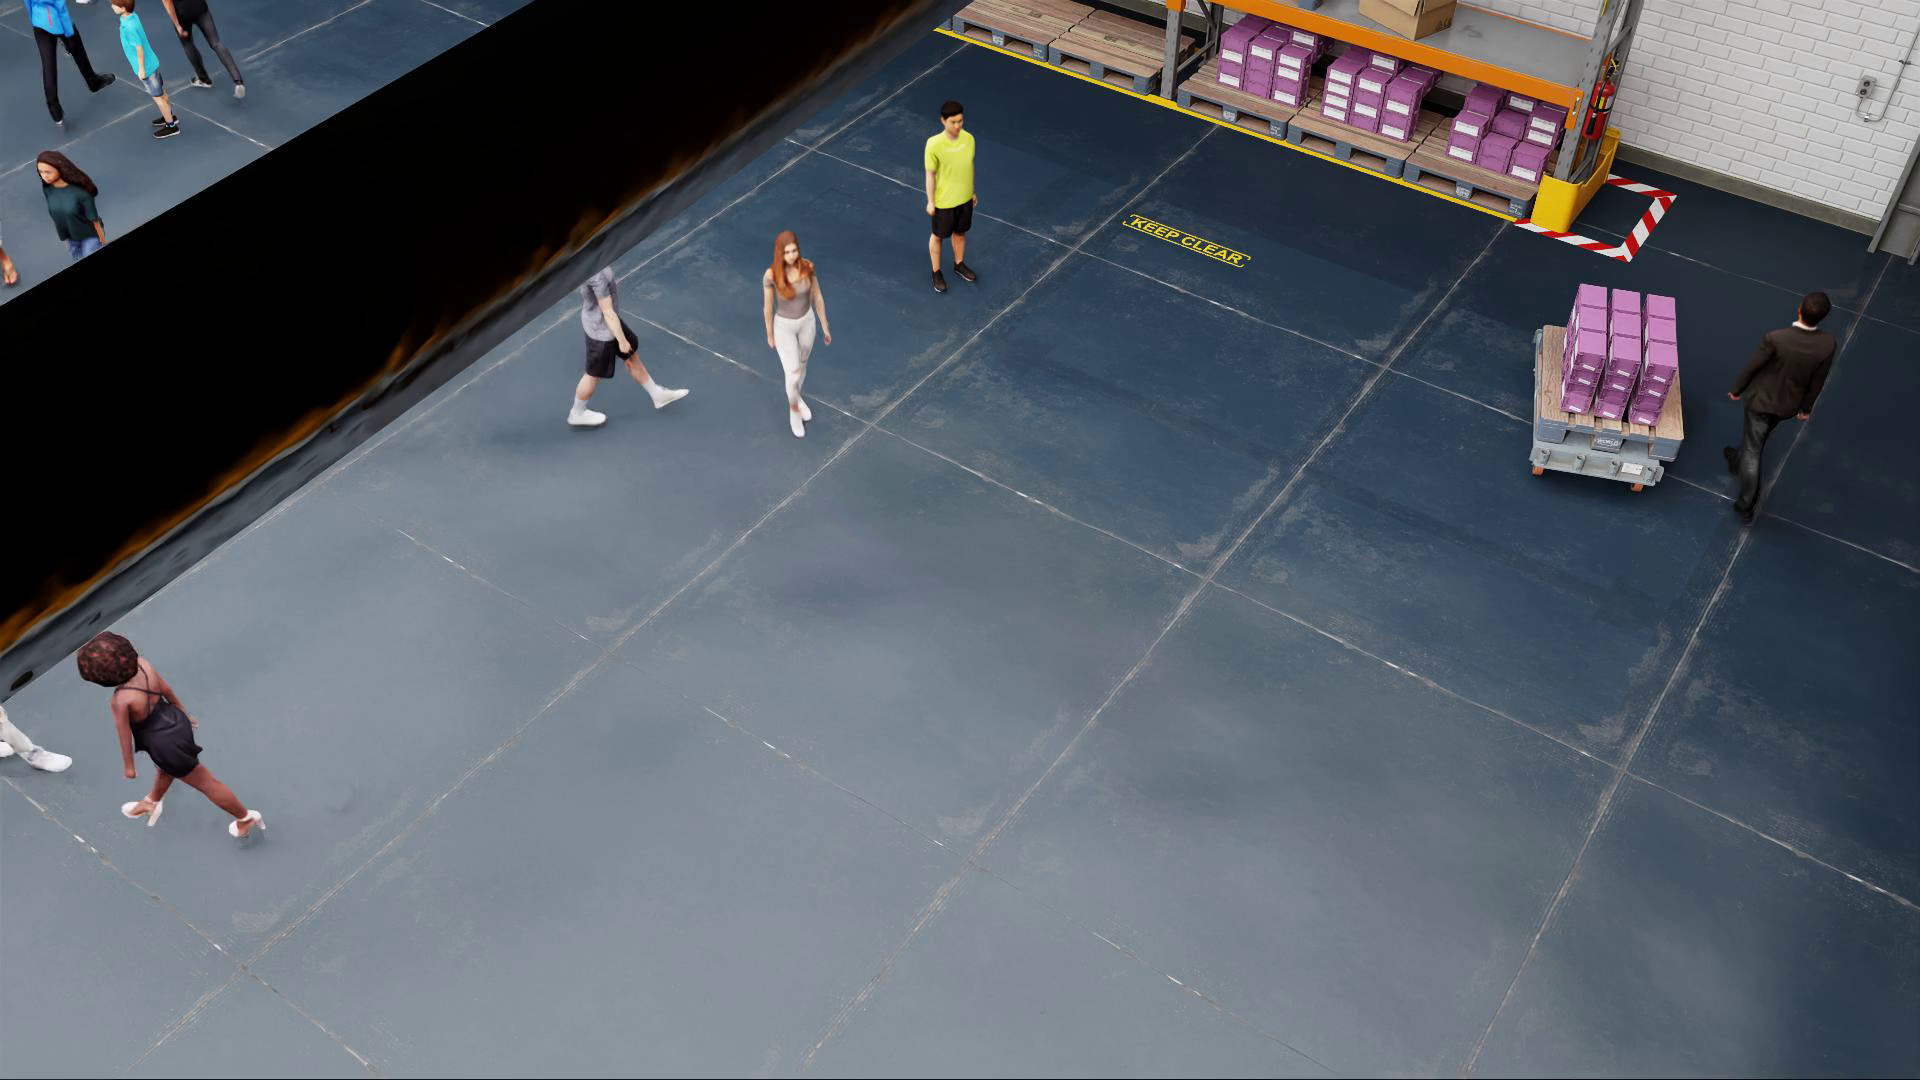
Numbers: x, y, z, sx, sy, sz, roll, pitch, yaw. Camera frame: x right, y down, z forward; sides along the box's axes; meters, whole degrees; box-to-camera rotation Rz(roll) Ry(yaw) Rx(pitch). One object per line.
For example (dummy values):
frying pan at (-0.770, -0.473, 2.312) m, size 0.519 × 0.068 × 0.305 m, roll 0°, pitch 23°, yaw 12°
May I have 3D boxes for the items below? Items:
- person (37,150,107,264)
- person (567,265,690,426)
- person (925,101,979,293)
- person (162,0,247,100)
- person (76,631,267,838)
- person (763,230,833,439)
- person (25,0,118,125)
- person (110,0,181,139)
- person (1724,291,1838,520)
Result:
person at (-7.091, -2.487, 13.576) m, size 0.967 × 1.599 × 0.872 m, roll 10°, pitch 44°, yaw 10°
person at (-2.767, -1.582, 12.459) m, size 1.220 × 1.829 × 1.216 m, roll -10°, pitch 45°, yaw -11°
person at (-0.081, -2.903, 13.933) m, size 0.695 × 1.708 × 0.673 m, roll -23°, pitch 48°, yaw -22°
person at (-7.463, -5.144, 16.230) m, size 1.078 × 1.784 × 0.681 m, roll 30°, pitch 51°, yaw 27°
person at (-4.483, 1.183, 9.620) m, size 1.147 × 1.741 × 0.989 m, roll 1°, pitch 44°, yaw 1°
person at (-1.286, -1.647, 12.609) m, size 0.744 × 1.716 × 0.819 m, roll -22°, pitch 48°, yaw -22°
person at (-8.717, -4.838, 15.942) m, size 1.237 × 1.739 × 1.124 m, roll 3°, pitch 44°, yaw 3°
person at (-7.778, -4.569, 15.870) m, size 0.659 × 1.448 × 0.573 m, roll -15°, pitch 45°, yaw -15°
person at (5.803, -0.945, 11.834) m, size 1.181 × 1.769 × 1.101 m, roll 5°, pitch 44°, yaw 5°
